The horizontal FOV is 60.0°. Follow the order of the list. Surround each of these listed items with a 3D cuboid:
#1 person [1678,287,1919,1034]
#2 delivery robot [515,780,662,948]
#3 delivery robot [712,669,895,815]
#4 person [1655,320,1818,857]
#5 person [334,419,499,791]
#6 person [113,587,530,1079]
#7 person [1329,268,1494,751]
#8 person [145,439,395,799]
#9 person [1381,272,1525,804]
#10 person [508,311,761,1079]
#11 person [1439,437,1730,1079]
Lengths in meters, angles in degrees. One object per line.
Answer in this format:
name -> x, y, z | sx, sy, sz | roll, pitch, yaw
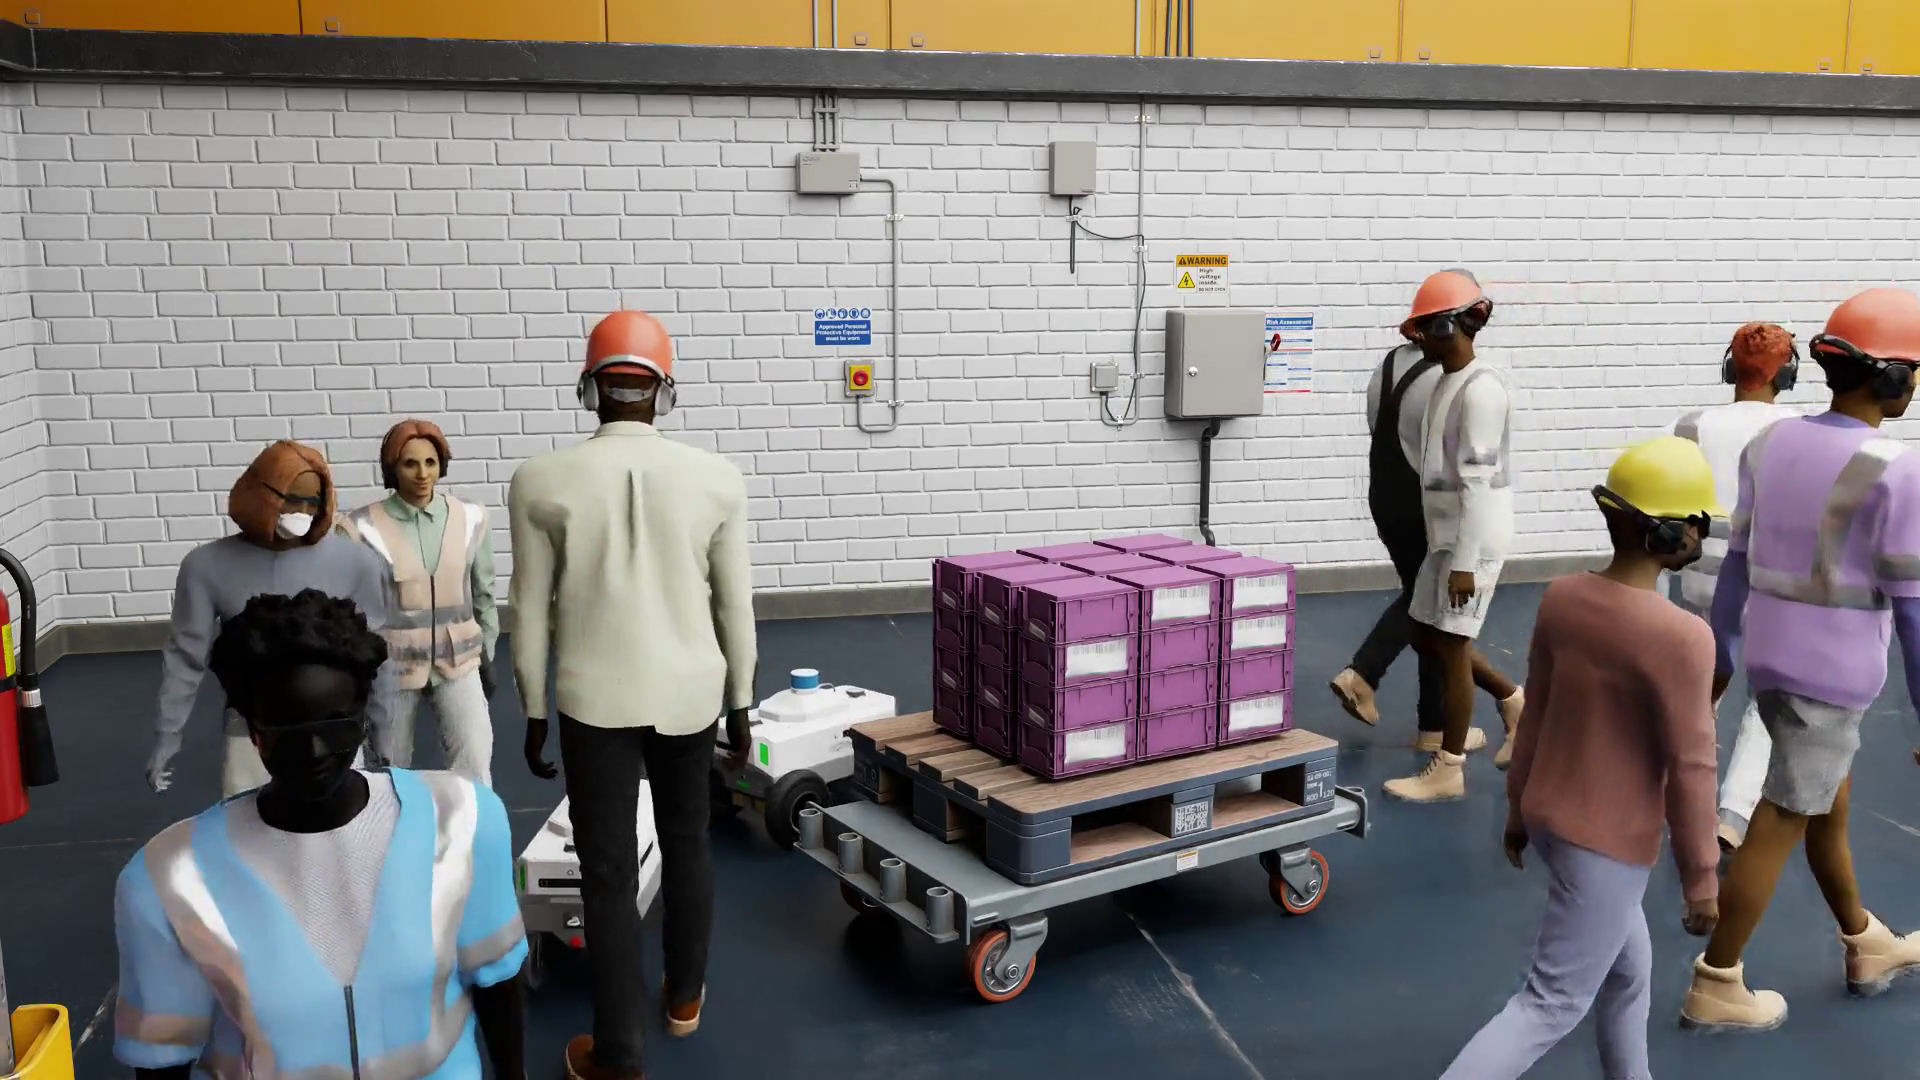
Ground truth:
person -> 2.401, 0.344, 4.429 | 0.992, 1.997, 0.640 | -2, 10, -10
delivery robot -> -1.077, 0.923, 4.975 | 0.477, 0.478, 0.707 | 0, 10, 1
delivery robot -> -0.568, 0.717, 6.117 | 0.477, 0.478, 0.707 | 9, 14, 41
person -> 2.641, 0.195, 5.664 | 0.591, 1.874, 0.450 | 8, 13, 39
person -> -1.674, 0.416, 5.174 | 0.537, 1.589, 0.876 | -7, 12, -35
person -> -0.913, 0.861, 2.423 | 0.552, 1.683, 0.527 | -6, 12, -30
person -> 1.965, -0.121, 6.903 | 0.599, 2.000, 0.694 | -3, 11, -16
person -> -1.834, 0.529, 4.459 | 0.611, 1.625, 0.390 | -3, 11, -14
person -> 1.957, 0.004, 6.294 | 0.621, 2.013, 0.638 | 0, 10, -1
person -> -0.831, 0.406, 4.266 | 0.614, 1.949, 0.684 | -4, 11, -22
person -> 1.321, 0.633, 3.601 | 0.871, 1.727, 0.532 | -2, 10, -11
